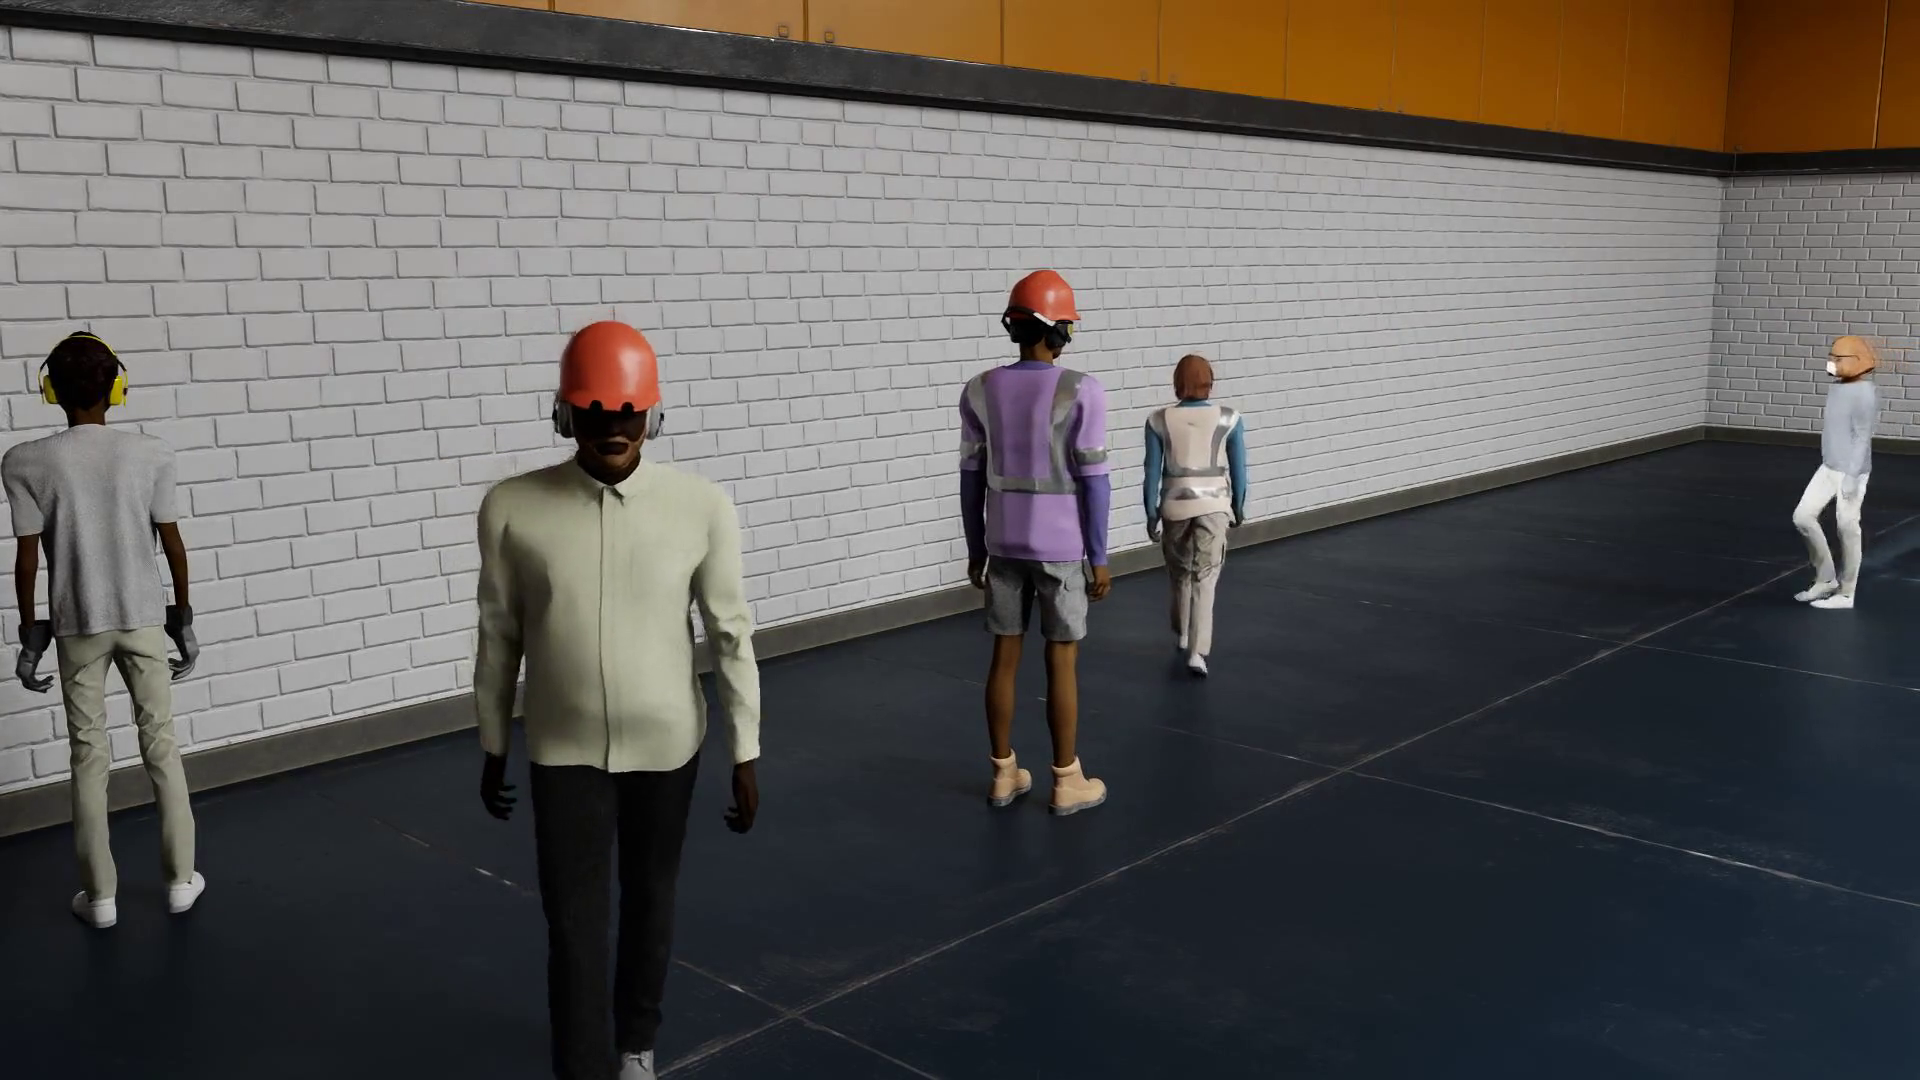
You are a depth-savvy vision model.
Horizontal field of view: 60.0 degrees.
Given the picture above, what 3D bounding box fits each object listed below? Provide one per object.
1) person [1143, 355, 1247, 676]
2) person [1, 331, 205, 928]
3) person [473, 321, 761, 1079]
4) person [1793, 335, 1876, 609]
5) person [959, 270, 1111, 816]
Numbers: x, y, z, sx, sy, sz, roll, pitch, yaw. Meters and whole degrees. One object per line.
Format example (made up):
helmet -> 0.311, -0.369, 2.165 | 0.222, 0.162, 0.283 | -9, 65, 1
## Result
person -> 1.186, -0.140, 8.461 | 0.508, 1.593, 0.897 | 3, 10, 15
person -> -2.688, 0.286, 5.237 | 0.520, 1.873, 0.328 | -6, 11, -30
person -> -0.770, 0.496, 3.787 | 0.648, 1.951, 0.948 | -2, 10, -13
person -> 5.130, -0.392, 9.779 | 0.425, 1.618, 0.522 | 0, 10, 3
person -> 0.295, 0.015, 6.287 | 0.605, 2.045, 0.387 | 6, 12, 30
